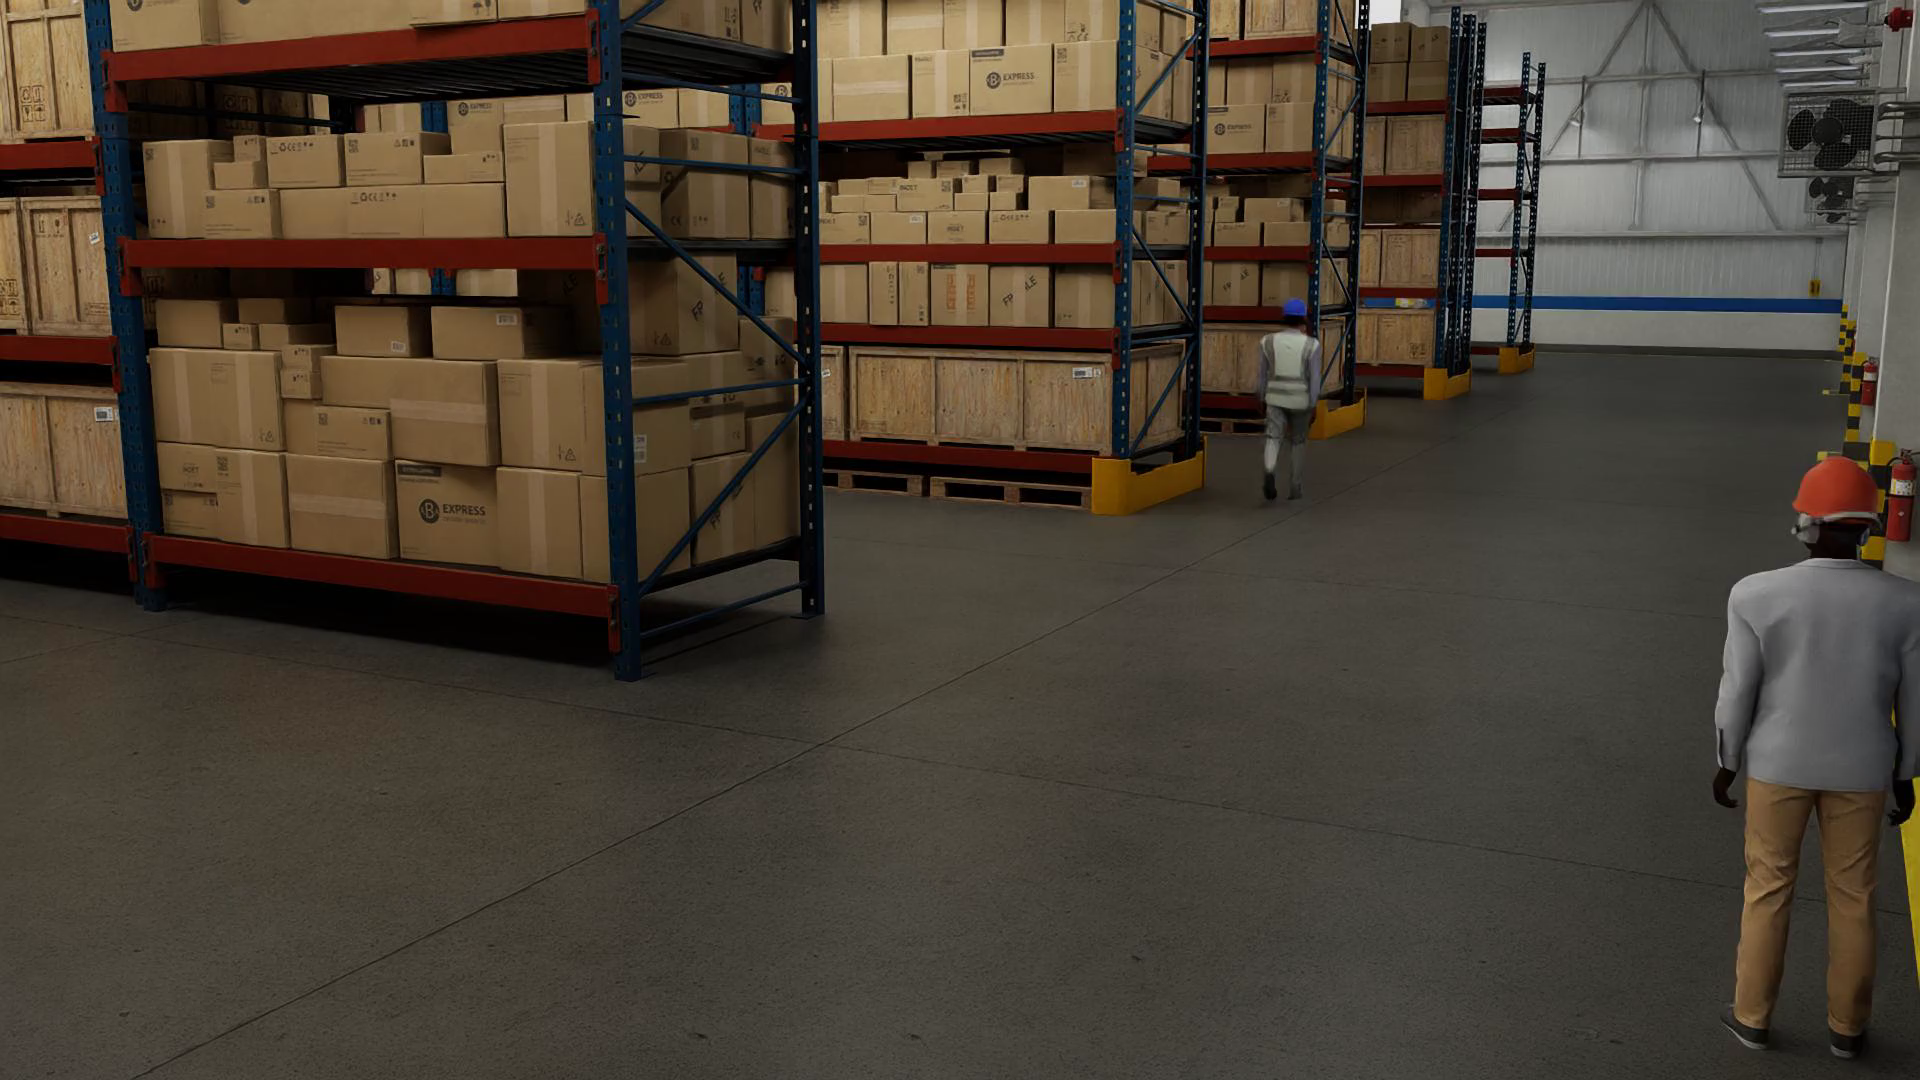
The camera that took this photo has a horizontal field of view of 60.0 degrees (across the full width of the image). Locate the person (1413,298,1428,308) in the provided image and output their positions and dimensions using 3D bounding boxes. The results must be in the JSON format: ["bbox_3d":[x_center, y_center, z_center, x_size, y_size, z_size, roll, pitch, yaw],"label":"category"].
[{"bbox_3d":[8.694,-4.054,31.613,1.009,1.891,0.565,3,10,18],"label":"person"}]

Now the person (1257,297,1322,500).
[{"bbox_3d":[3.059,-1.299,15.543,0.612,1.925,0.749,4,11,21],"label":"person"}]

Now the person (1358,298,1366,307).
[{"bbox_3d":[7.487,-3.913,31.595,0.527,1.614,0.733,-8,12,-37],"label":"person"}]

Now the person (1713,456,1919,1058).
[{"bbox_3d":[2.496,0.635,4.848,0.575,1.748,0.344,3,10,15],"label":"person"}]
